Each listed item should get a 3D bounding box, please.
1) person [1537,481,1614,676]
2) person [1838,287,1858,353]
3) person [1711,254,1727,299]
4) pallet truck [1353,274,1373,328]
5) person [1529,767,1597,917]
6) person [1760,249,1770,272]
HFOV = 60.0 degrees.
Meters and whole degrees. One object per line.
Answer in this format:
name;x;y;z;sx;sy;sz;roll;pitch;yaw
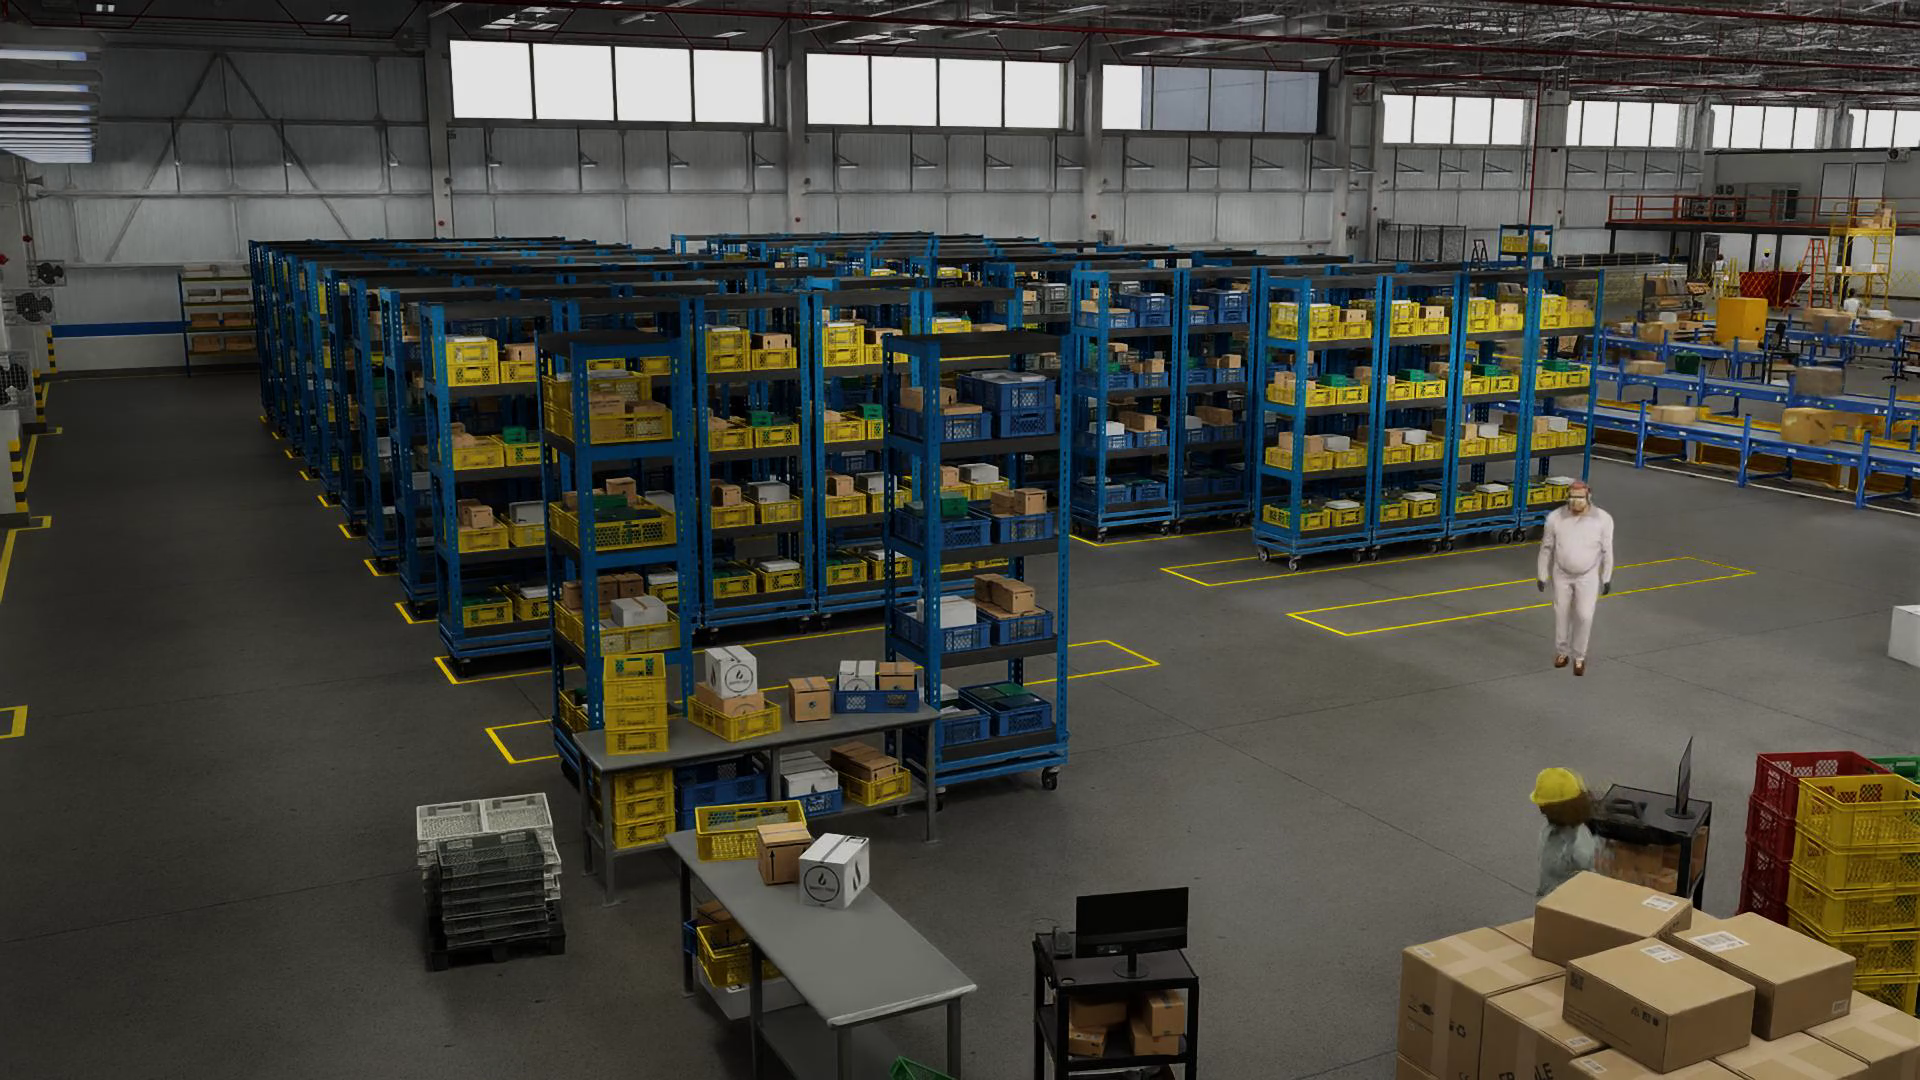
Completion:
person;5.940;0.368;16.130;0.685;1.880;0.708;6;14;27
person;25.062;-6.172;46.813;0.518;1.855;0.596;-3;13;-15
person;31.368;-10.883;68.758;0.584;1.882;0.337;6;14;26
pallet truck;13.011;-8.050;55.243;0.823;1.965;1.885;-7;14;-28
person;3.299;2.008;8.873;0.768;1.706;0.504;-1;12;-2
person;35.168;-11.740;72.667;0.373;1.924;0.594;5;13;21
